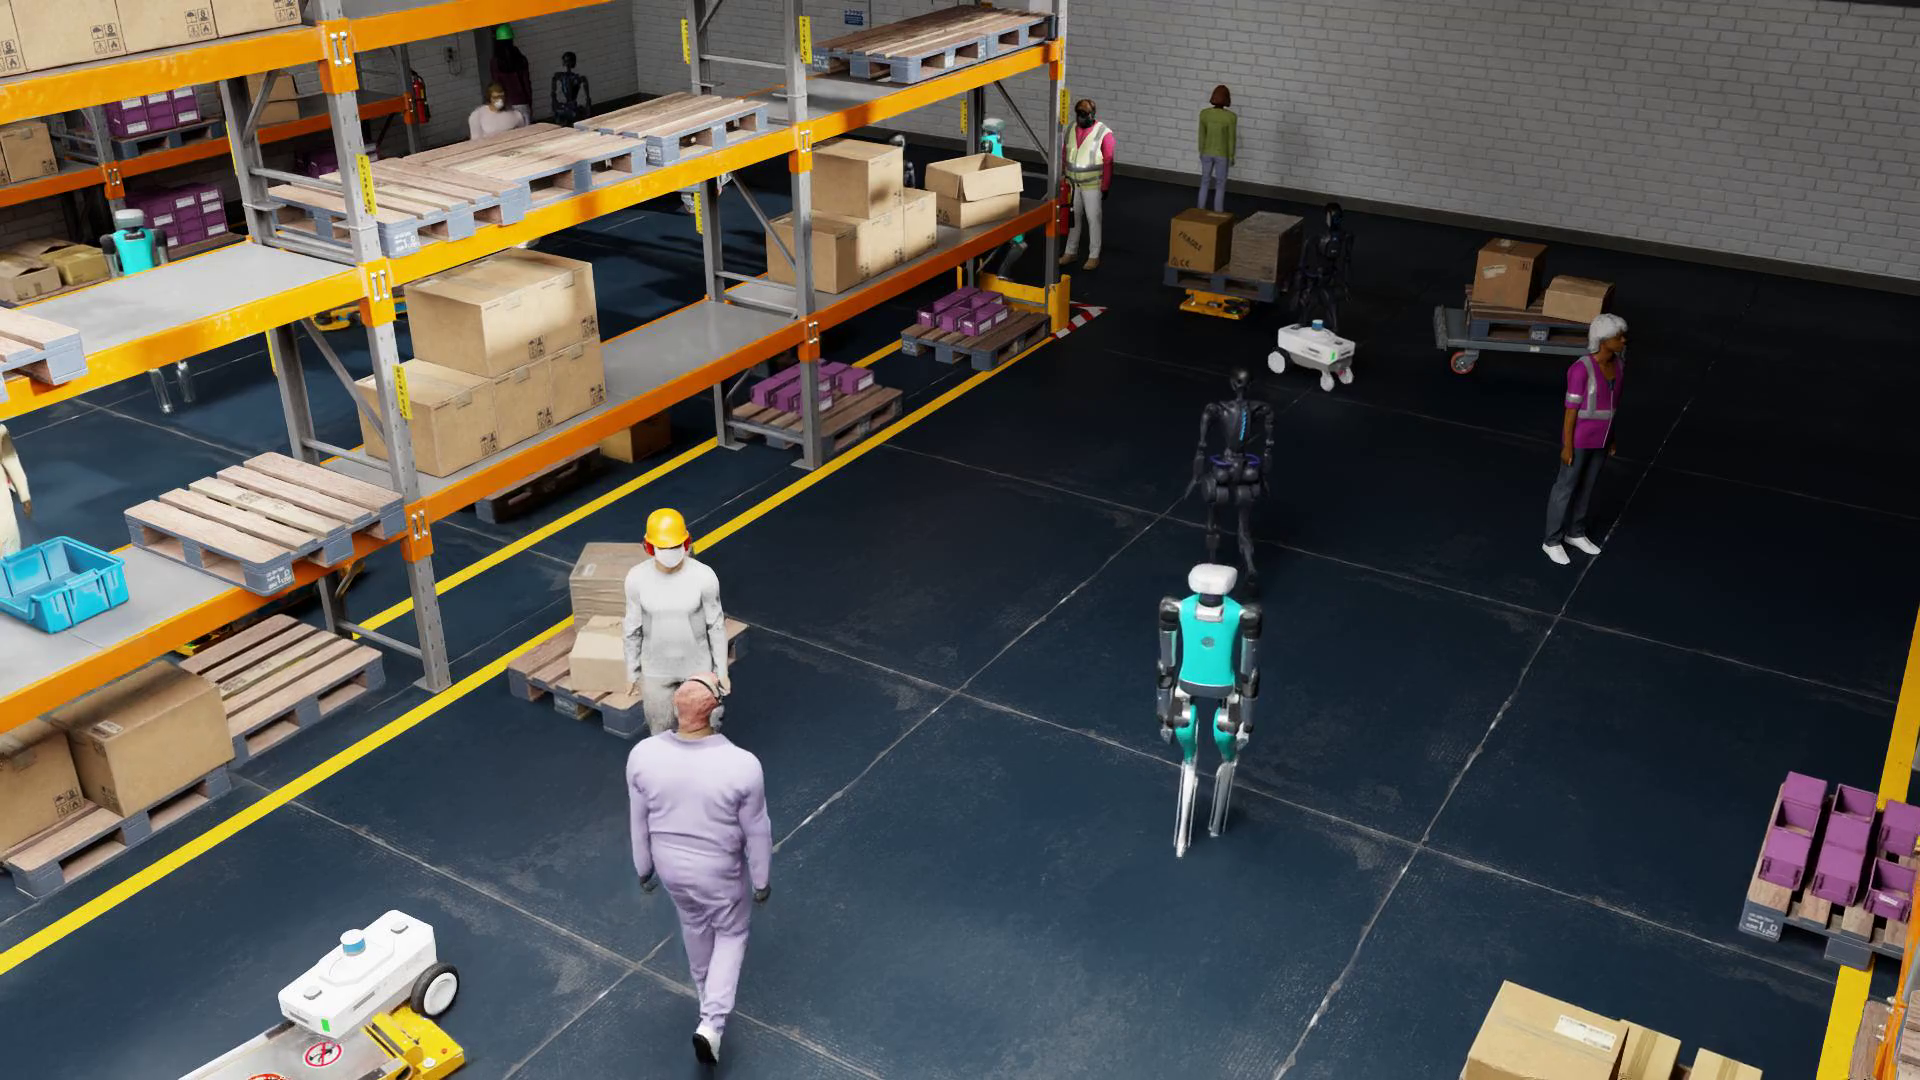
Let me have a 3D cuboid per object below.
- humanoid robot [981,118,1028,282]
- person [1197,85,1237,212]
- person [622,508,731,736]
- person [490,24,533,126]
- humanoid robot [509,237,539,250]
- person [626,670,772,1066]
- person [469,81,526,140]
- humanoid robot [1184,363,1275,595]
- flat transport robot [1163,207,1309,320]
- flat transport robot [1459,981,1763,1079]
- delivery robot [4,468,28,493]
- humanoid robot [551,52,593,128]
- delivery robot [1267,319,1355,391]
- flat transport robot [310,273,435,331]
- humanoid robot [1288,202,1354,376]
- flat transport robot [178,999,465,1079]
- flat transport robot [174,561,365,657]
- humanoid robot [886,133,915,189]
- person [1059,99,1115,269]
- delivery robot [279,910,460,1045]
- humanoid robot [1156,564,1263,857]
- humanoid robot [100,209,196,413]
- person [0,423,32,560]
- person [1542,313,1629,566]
[{"bbox_3d":[0.530,-3.504,17.529,0.671,1.838,0.556,6,27,11],"label":"humanoid robot"},{"bbox_3d":[3.026,-4.544,19.650,0.497,1.628,0.283,19,33,33],"label":"person"},{"bbox_3d":[-1.538,0.689,9.044,0.575,1.898,0.348,-2,27,-4],"label":"person"},{"bbox_3d":[-5.748,-5.625,21.428,0.489,1.949,0.421,-9,28,-18],"label":"person"},{"bbox_3d":[-3.533,-1.787,14.132,0.541,1.801,0.827,4,27,8],"label":"humanoid robot"},{"bbox_3d":[-1.175,1.484,7.501,0.652,1.877,0.713,7,28,13],"label":"person"},{"bbox_3d":[-5.103,-4.160,18.560,0.634,1.926,0.539,-13,30,-24],"label":"person"},{"bbox_3d":[1.880,-0.398,11.452,0.613,1.634,0.638,-4,27,-8],"label":"humanoid robot"},{"bbox_3d":[2.889,-2.619,17.359,0.659,0.231,1.431,15,31,27],"label":"flat transport robot"},{"bbox_3d":[2.712,2.628,7.019,0.659,0.231,1.431,16,31,28],"label":"flat transport robot"},{"bbox_3d":[-7.761,-0.560,12.979,0.782,0.589,0.499,2,27,4],"label":"delivery robot"},{"bbox_3d":[-5.029,-5.459,21.474,0.609,1.646,0.709,8,28,16],"label":"humanoid robot"},{"bbox_3d":[3.241,-1.733,15.318,0.499,0.614,0.790,-20,33,-34],"label":"delivery robot"},{"bbox_3d":[-5.953,-2.431,16.987,1.431,0.231,0.659,-19,33,-33],"label":"flat transport robot"},{"bbox_3d":[3.295,-2.308,15.208,0.609,1.639,0.450,-9,28,-17],"label":"humanoid robot"},{"bbox_3d":[-2.995,2.466,7.338,0.659,0.231,1.431,23,35,38],"label":"flat transport robot"},{"bbox_3d":[-4.904,0.356,11.497,0.659,0.231,1.431,15,30,27],"label":"flat transport robot"},{"bbox_3d":[-0.651,-3.469,17.527,0.739,1.635,0.591,-24,35,-39],"label":"humanoid robot"},{"bbox_3d":[1.348,-3.872,18.093,0.632,1.839,0.429,18,32,31],"label":"person"},{"bbox_3d":[-2.785,2.081,7.782,0.499,0.595,0.792,15,30,26],"label":"delivery robot"},{"bbox_3d":[1.319,0.872,8.881,0.549,1.814,0.684,6,28,12],"label":"humanoid robot"},{"bbox_3d":[-6.953,-1.913,14.370,0.549,1.816,0.669,-18,32,-31],"label":"humanoid robot"},{"bbox_3d":[-6.536,-0.260,11.110,0.579,1.717,0.712,-10,29,-19],"label":"person"},{"bbox_3d":[4.498,-0.724,11.884,0.508,1.845,0.340,-15,30,-27],"label":"person"}]
